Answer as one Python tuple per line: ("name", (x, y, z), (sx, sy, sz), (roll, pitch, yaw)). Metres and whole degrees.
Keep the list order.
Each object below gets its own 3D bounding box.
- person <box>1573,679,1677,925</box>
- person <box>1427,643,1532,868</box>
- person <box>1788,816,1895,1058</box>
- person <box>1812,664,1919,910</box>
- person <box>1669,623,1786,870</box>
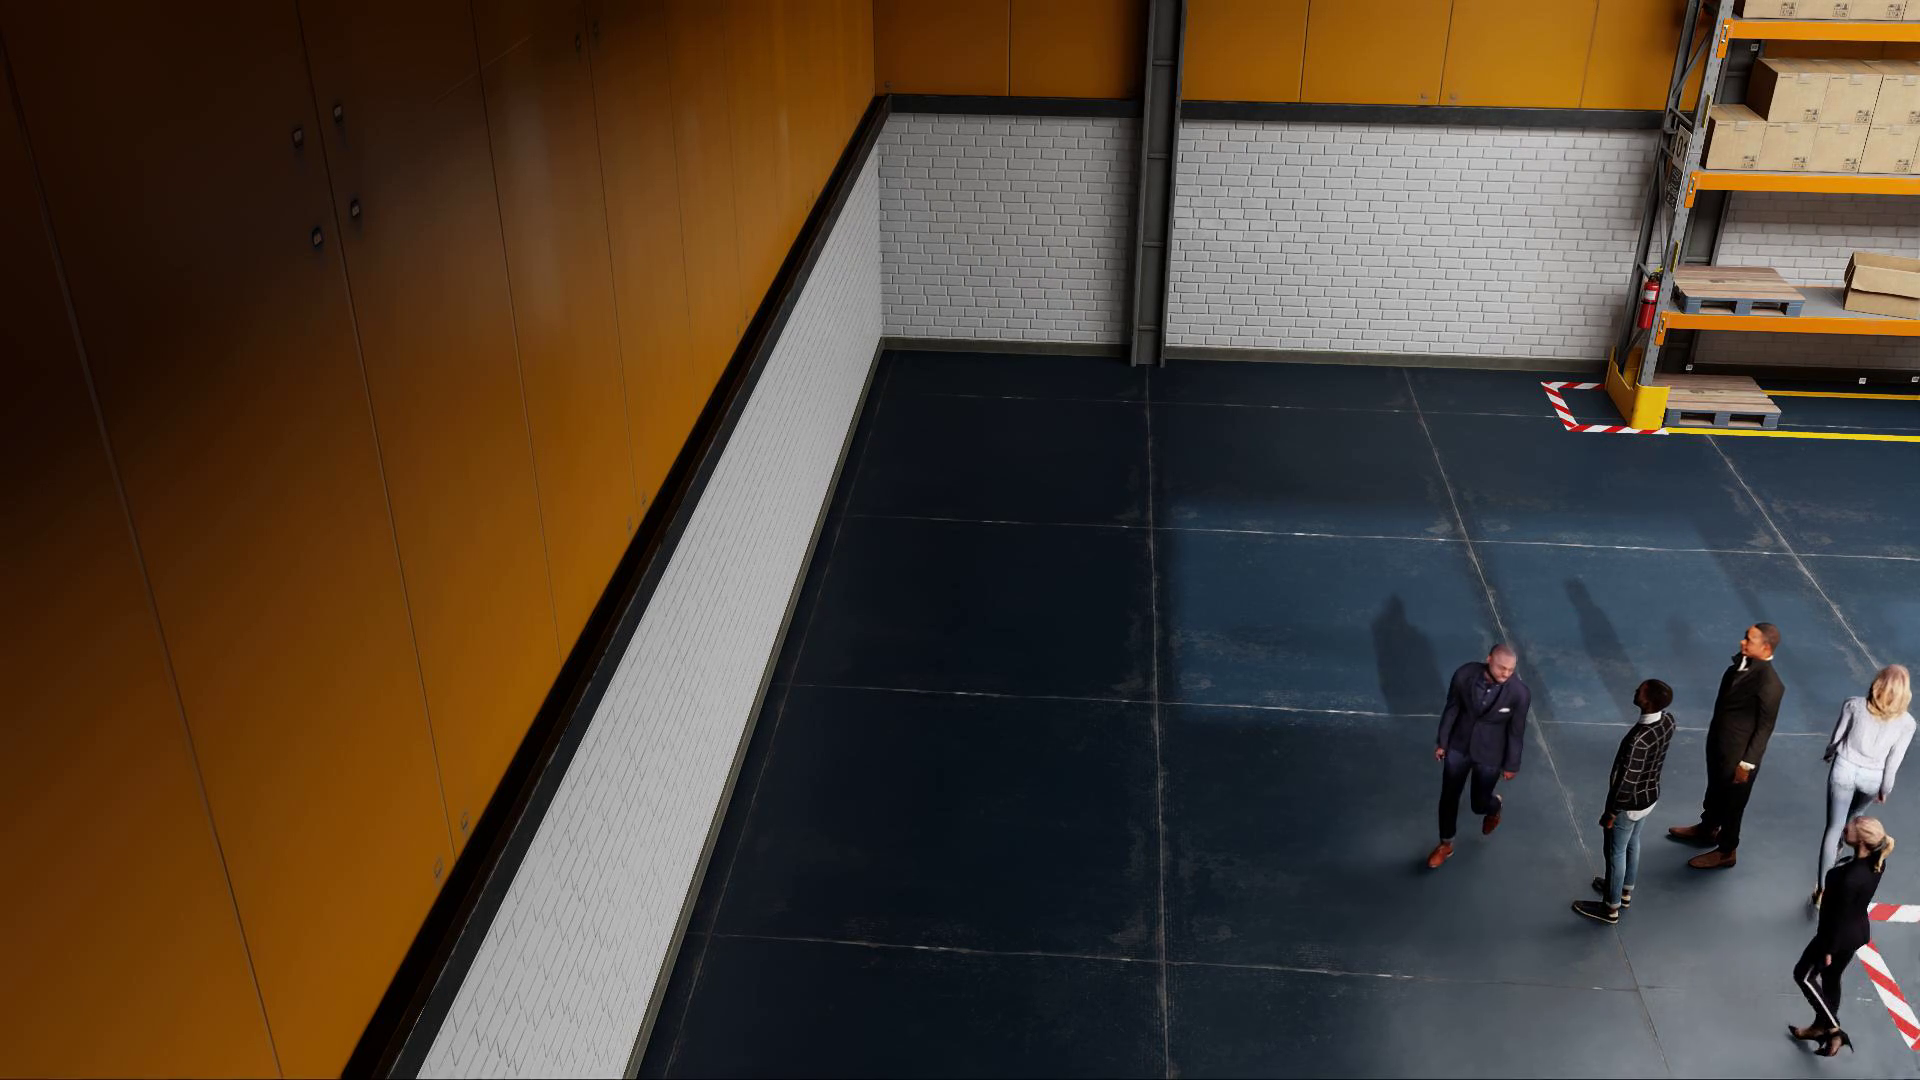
("person", (4.390, 1.689, 10.843), (0.777, 1.821, 0.741), (25, 37, 38))
("person", (3.579, 1.419, 11.365), (1.068, 1.796, 1.095), (25, 37, 38))
("person", (5.227, 2.372, 9.720), (0.787, 1.696, 0.850), (-19, 34, -31))
("person", (5.910, 1.638, 11.010), (1.194, 1.751, 1.009), (16, 32, 27))
("person", (5.293, 1.384, 11.316), (0.602, 1.904, 0.678), (2, 29, 3))
